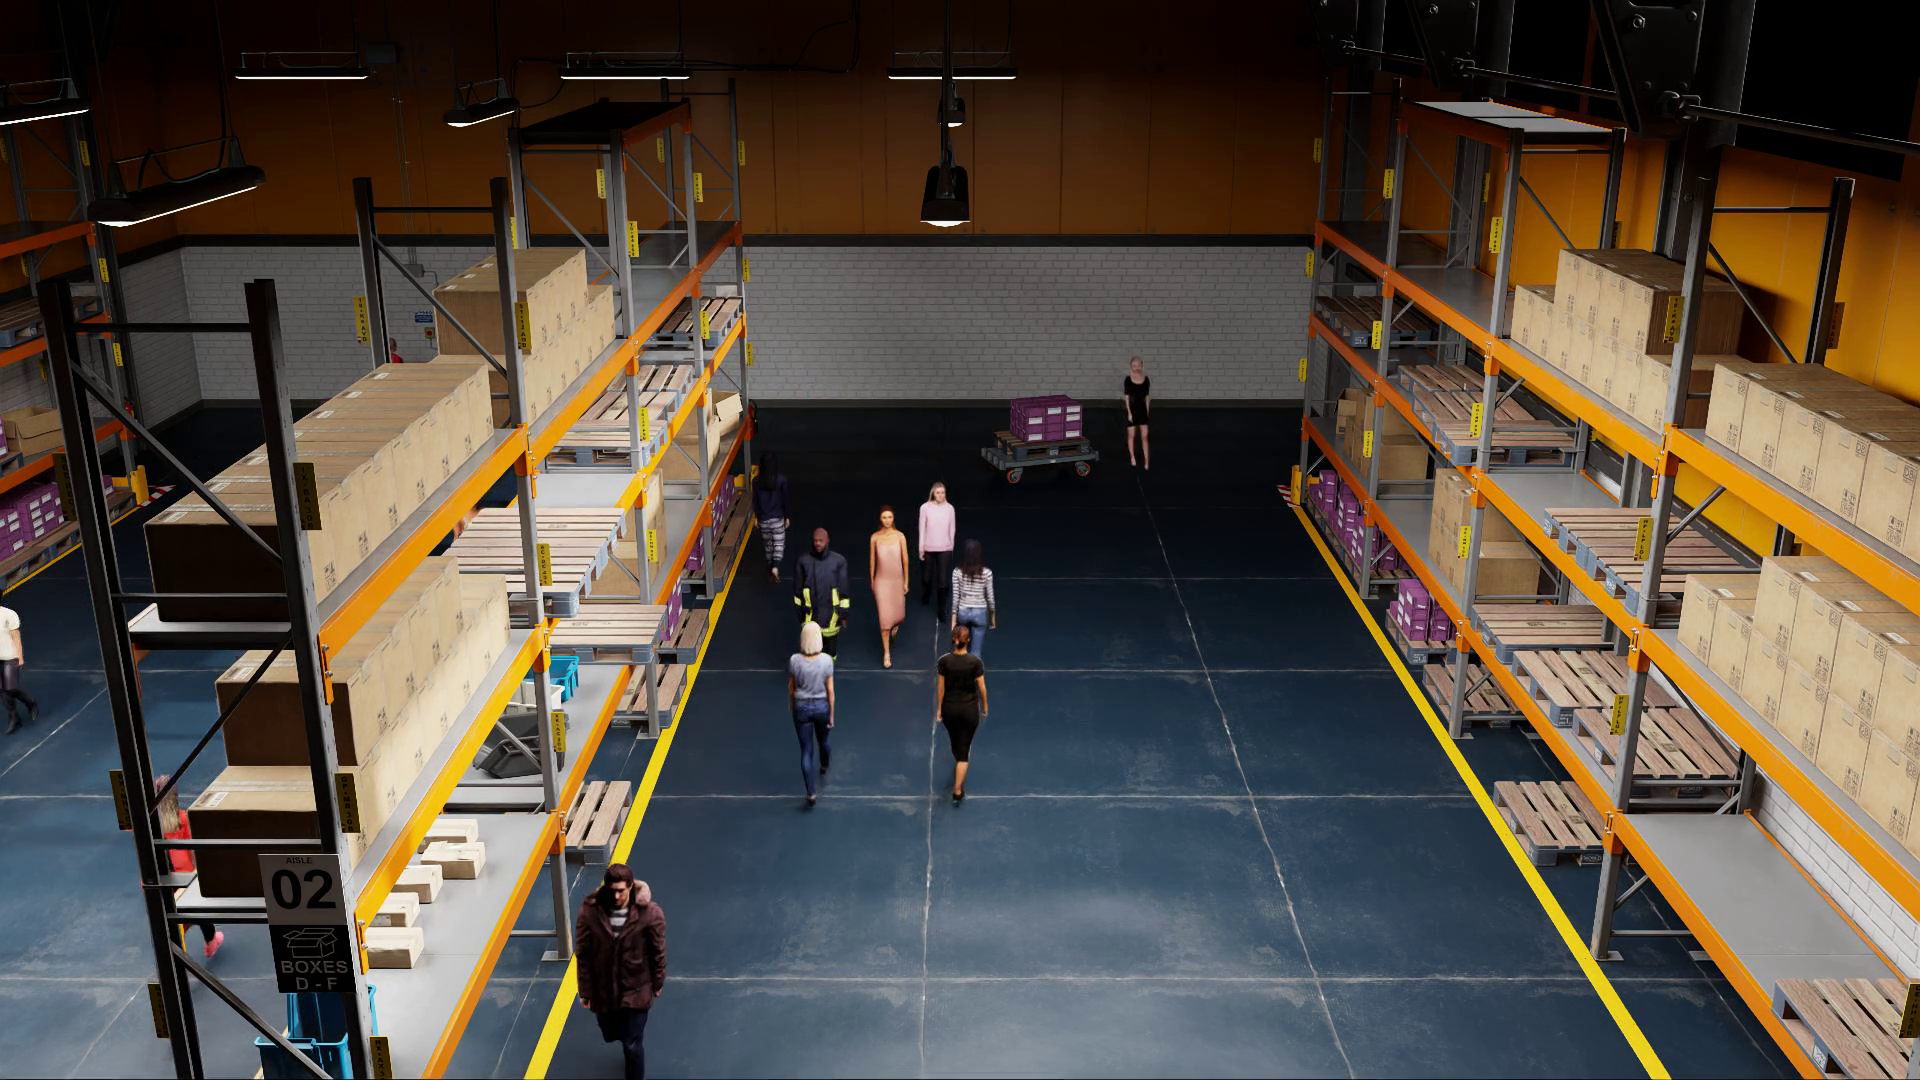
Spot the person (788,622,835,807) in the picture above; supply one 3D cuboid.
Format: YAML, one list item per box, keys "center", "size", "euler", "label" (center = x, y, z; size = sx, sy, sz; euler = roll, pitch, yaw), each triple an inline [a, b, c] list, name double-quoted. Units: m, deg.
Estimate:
- center: [-1.368, 1.625, 15.273]
  size: [0.649, 1.671, 1.136]
  euler: [-2, 19, -5]
  label: "person"

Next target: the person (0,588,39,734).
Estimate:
- center: [-9.596, 1.168, 16.772]
  size: [0.641, 1.579, 0.678]
  euler: [3, 19, 9]
  label: "person"

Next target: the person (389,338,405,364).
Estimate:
- center: [-9.347, -2.517, 27.537]
  size: [0.630, 1.694, 0.668]
  euler: [11, 22, 30]
  label: "person"

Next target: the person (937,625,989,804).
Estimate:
- center: [-0.005, 1.624, 15.348]
  size: [0.727, 1.624, 1.132]
  euler: [3, 19, 9]
  label: "person"

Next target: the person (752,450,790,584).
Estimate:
- center: [-2.369, -0.261, 20.789]
  size: [0.611, 1.723, 0.819]
  euler: [1, 19, 2]
  label: "person"

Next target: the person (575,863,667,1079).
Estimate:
- center: [-2.259, 2.949, 11.108]
  size: [0.759, 1.820, 1.120]
  euler: [1, 19, 2]
  label: "person"

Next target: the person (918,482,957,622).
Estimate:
- center: [-0.295, 0.103, 19.789]
  size: [0.657, 1.673, 0.916]
  euler: [-2, 19, -6]
  label: "person"

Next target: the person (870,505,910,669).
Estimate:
- center: [-0.779, 0.468, 18.487]
  size: [0.618, 1.812, 1.029]
  euler: [-1, 19, -3]
  label: "person"

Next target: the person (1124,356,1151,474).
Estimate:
- center: [2.689, -1.952, 25.698]
  size: [0.685, 1.796, 1.070]
  euler: [-4, 19, -10]
  label: "person"

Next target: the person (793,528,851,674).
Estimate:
- center: [-1.472, 0.702, 17.821]
  size: [0.758, 1.794, 1.054]
  euler: [0, 19, -1]
  label: "person"

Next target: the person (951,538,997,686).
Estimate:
- center: [0.122, 0.898, 17.301]
  size: [0.702, 1.753, 1.163]
  euler: [3, 19, 8]
  label: "person"

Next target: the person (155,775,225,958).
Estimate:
- center: [-5.889, 2.596, 12.420]
  size: [0.681, 1.652, 1.162]
  euler: [-2, 19, -5]
  label: "person"
